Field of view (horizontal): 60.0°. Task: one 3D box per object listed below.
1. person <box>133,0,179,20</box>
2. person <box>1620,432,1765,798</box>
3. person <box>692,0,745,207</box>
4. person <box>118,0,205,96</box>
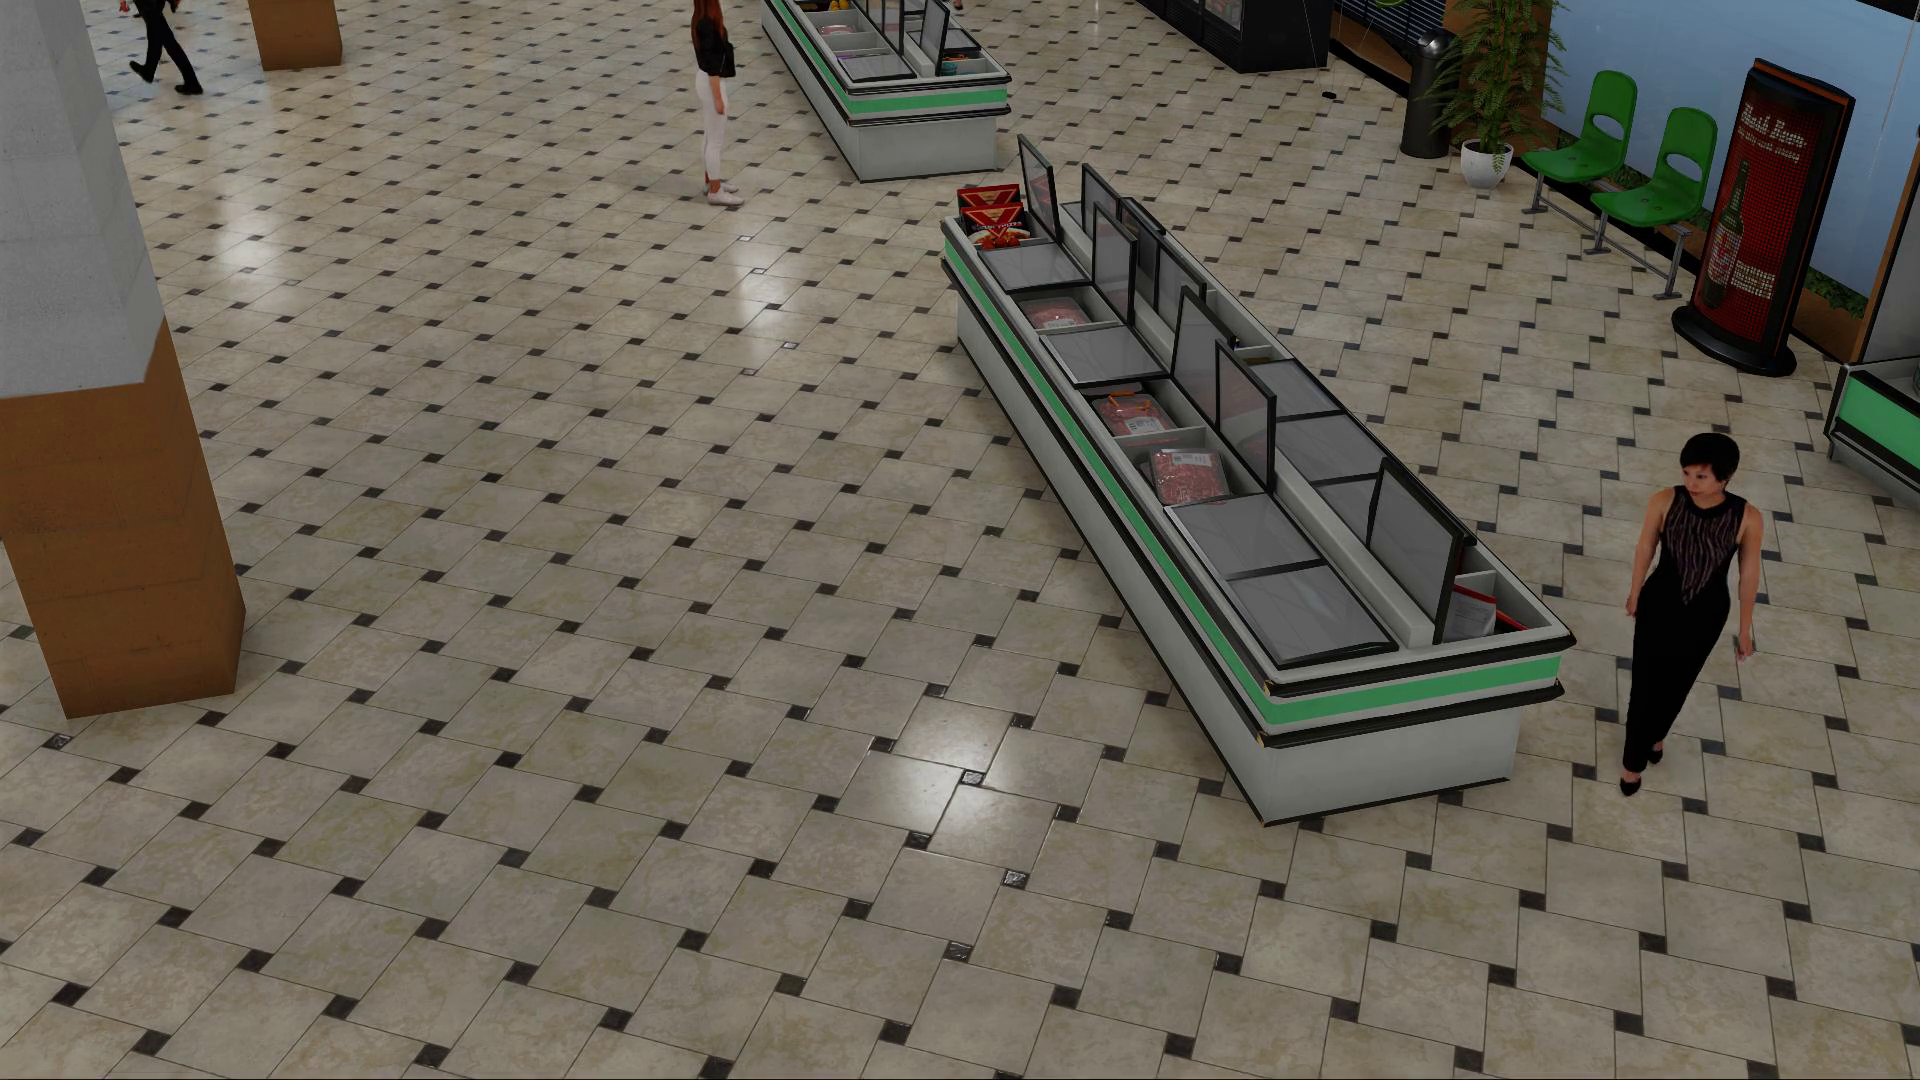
[{"bbox_3d":[-8.329,-5.887,16.992,0.621,1.098,0.674,-15,35,-22],"label":"person"},{"bbox_3d":[2.912,0.235,6.699,0.811,1.577,0.887,8,33,12],"label":"person"},{"bbox_3d":[-1.838,-3.357,12.356,0.661,1.702,0.464,-7,33,-11],"label":"person"},{"bbox_3d":[-7.021,-4.738,14.546,1.117,1.732,1.157,11,34,17],"label":"person"}]
